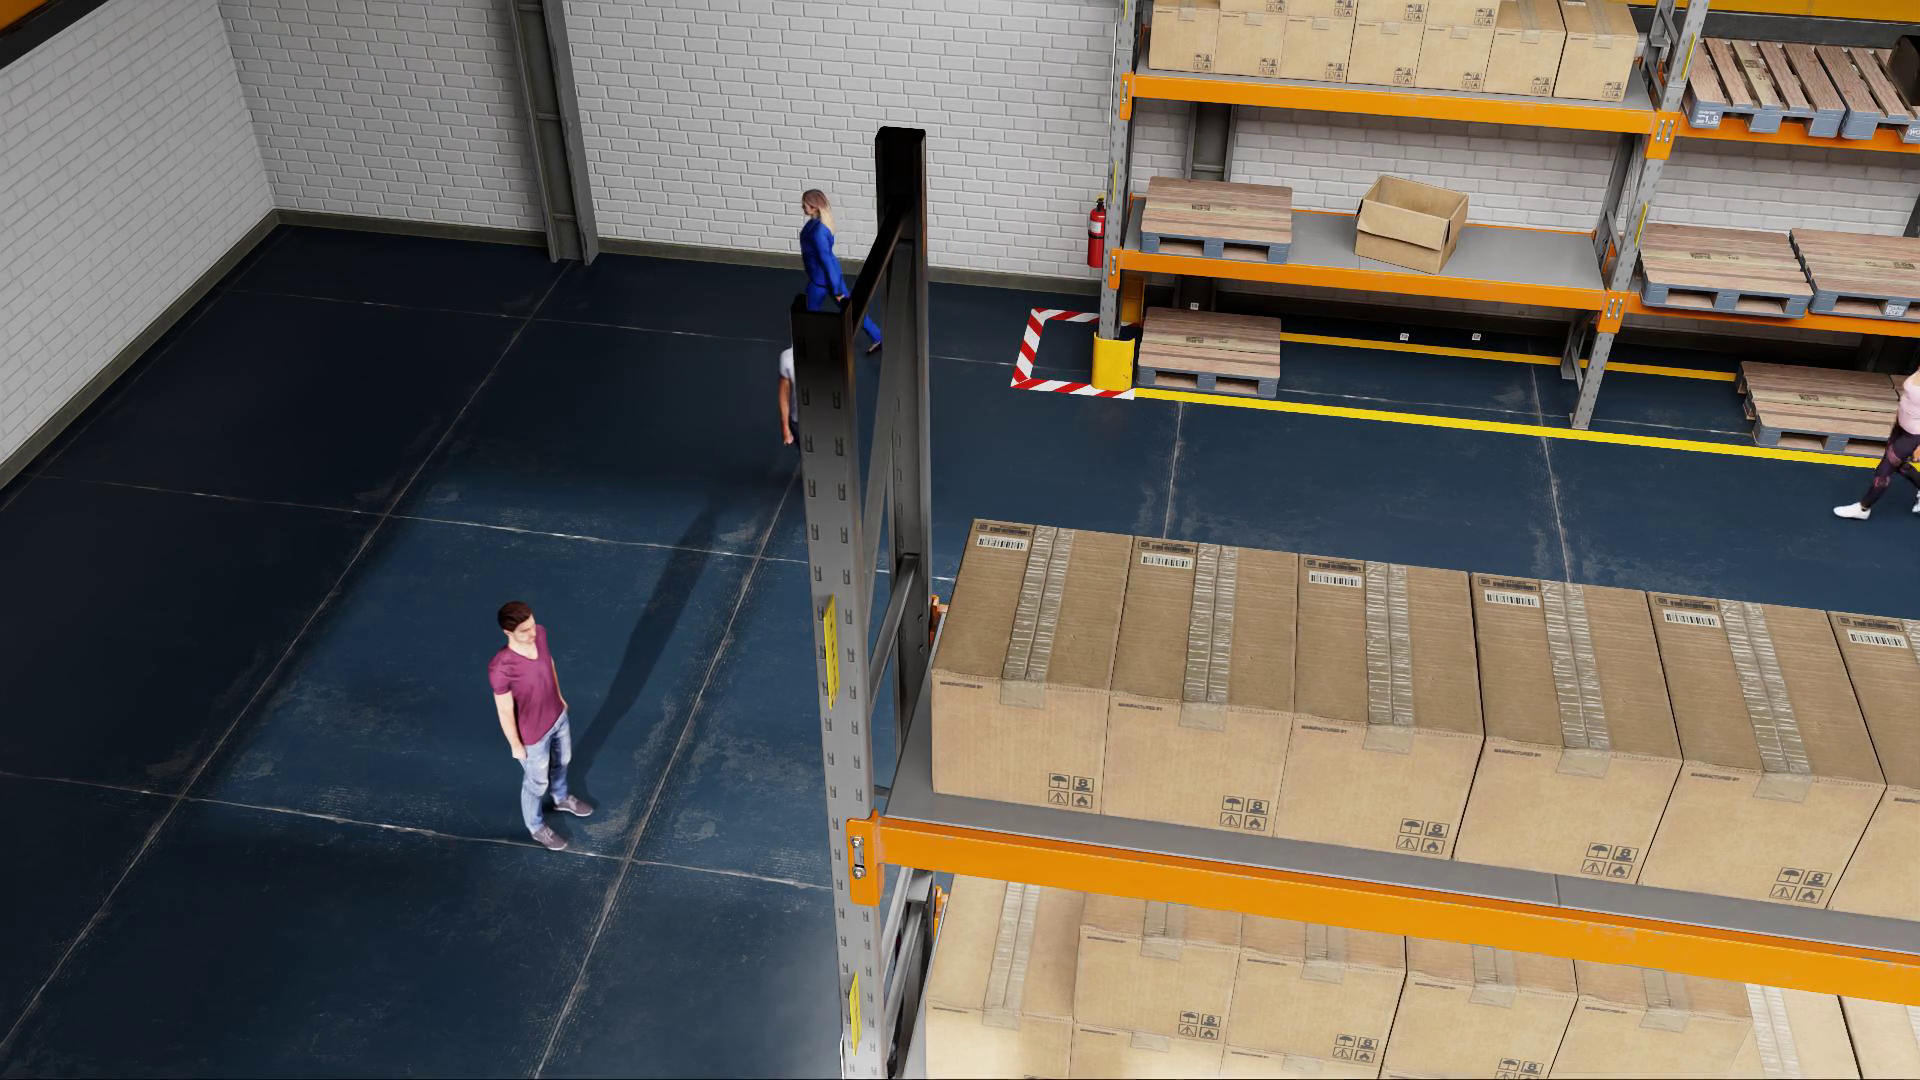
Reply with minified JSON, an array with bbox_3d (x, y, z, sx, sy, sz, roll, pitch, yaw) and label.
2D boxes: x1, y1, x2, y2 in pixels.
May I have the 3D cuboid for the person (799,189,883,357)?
[{"bbox_3d":[-1.047,-2.201,14.158,1.210,1.654,0.816,0,39,0],"label":"person"}]

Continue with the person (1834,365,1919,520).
[{"bbox_3d":[7.194,-0.808,12.442,0.994,1.619,0.610,4,39,4],"label":"person"}]

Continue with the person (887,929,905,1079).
[{"bbox_3d":[-0.288,2.455,8.260,0.988,1.739,0.873,-11,40,-14],"label":"person"}]

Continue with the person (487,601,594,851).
[{"bbox_3d":[-2.533,1.065,9.913,0.593,1.848,0.689,13,40,16],"label":"person"}]
